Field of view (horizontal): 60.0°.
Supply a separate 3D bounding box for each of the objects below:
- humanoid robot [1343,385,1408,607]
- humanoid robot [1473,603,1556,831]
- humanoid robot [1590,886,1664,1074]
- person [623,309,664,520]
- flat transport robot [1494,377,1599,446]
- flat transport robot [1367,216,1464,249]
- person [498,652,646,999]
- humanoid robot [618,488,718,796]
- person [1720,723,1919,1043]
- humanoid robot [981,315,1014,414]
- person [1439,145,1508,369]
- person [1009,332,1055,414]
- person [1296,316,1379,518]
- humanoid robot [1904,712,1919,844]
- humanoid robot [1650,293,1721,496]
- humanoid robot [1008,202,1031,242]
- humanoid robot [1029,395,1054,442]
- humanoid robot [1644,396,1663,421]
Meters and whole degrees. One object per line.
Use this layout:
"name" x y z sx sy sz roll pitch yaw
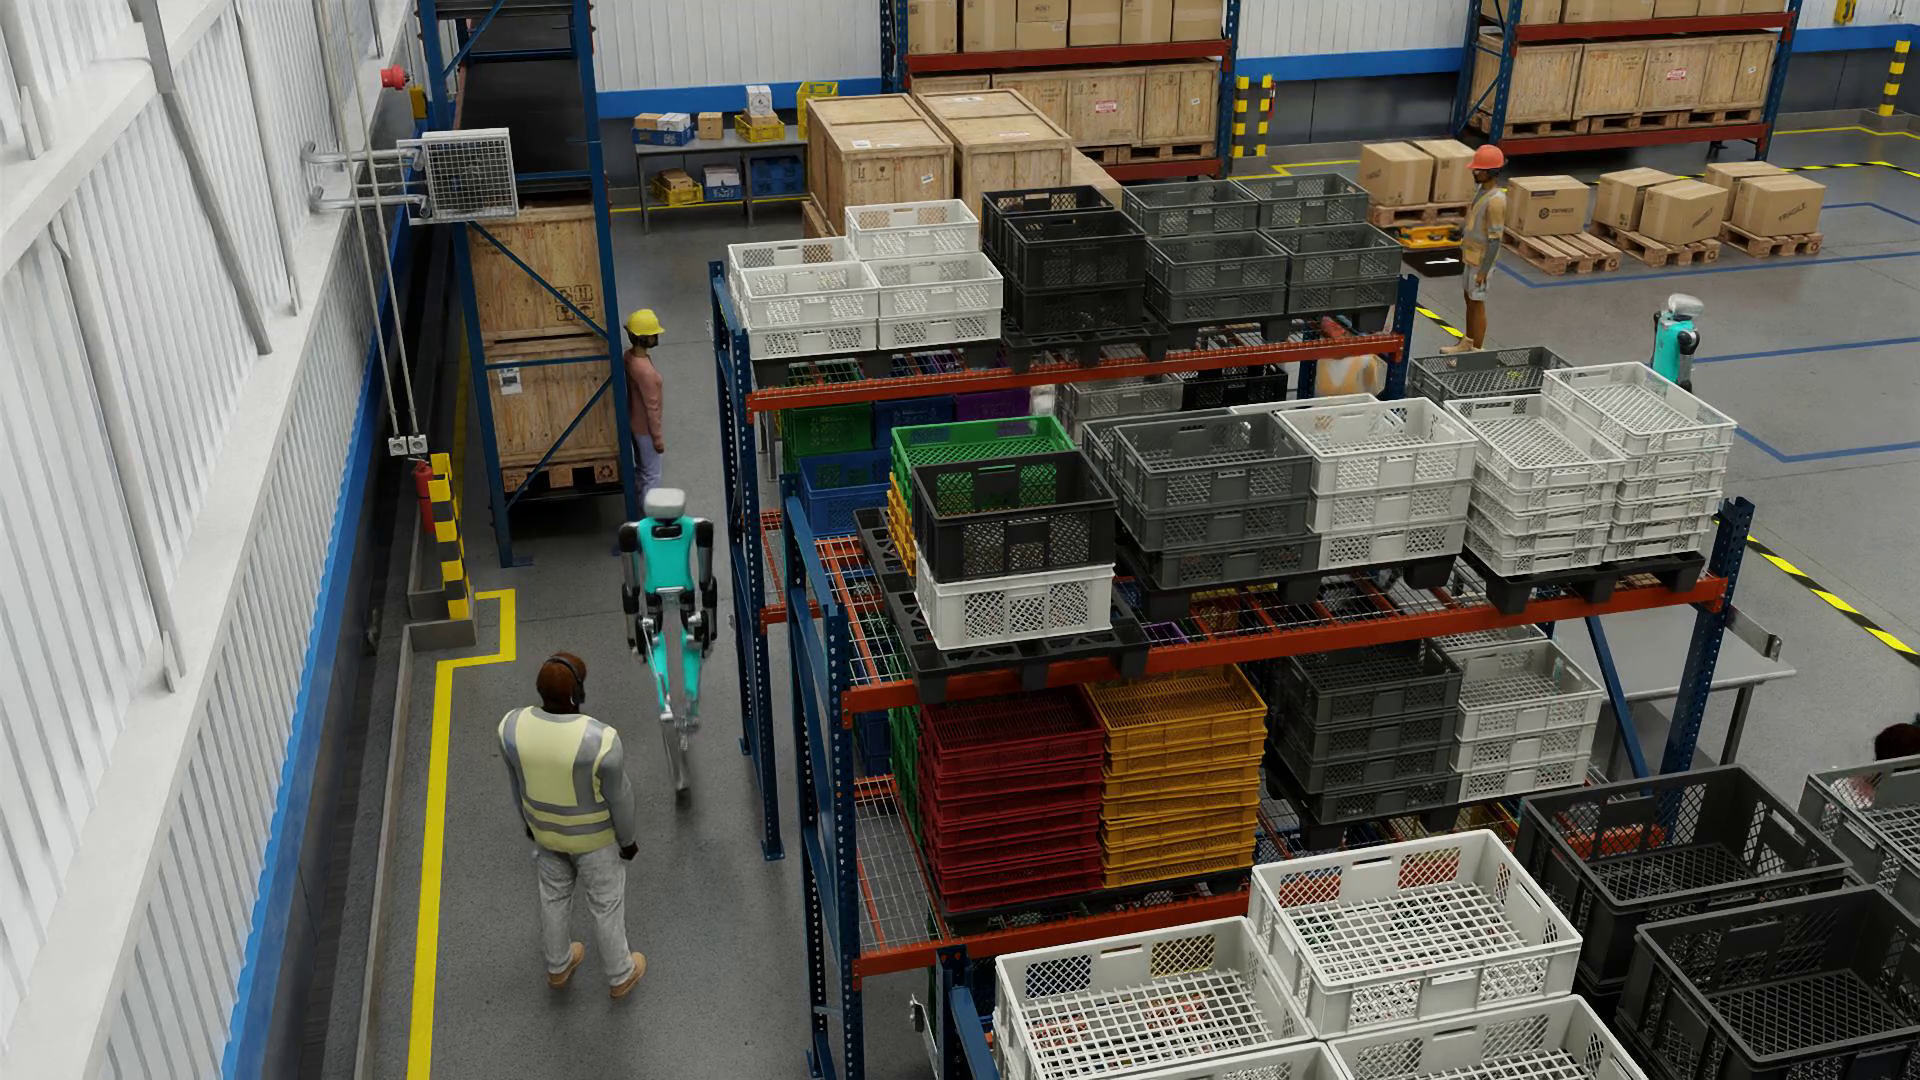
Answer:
"humanoid robot" 2.846 -0.279 11.070 0.416 1.647 0.603 -6 28 -12
"humanoid robot" 2.843 1.084 8.432 0.723 1.790 0.531 5 28 10
"humanoid robot" 2.531 2.047 6.712 0.751 1.657 0.590 -7 29 -13
"person" -2.242 -0.821 12.008 0.333 1.760 0.521 -12 30 -22
"flat transport robot" 4.780 -1.036 14.013 0.659 0.231 1.431 -6 28 -12
"flat transport robot" 5.105 -3.619 18.883 0.652 0.197 1.431 -6 28 -12
"person" -1.798 1.345 7.825 0.621 1.833 0.430 8 29 15
"humanoid robot" -1.582 0.658 9.291 0.540 1.786 1.022 -6 28 -11
"person" 3.747 1.620 7.261 0.706 1.878 0.606 2 28 4
"humanoid robot" 0.086 -0.935 12.319 0.692 1.870 0.542 -1 28 -2
"person" 4.634 -2.537 14.961 0.389 2.039 0.614 2 28 3
"person" 0.443 -0.633 11.574 0.500 1.837 0.341 19 33 32
"person" 2.683 -0.749 11.734 0.679 1.886 0.478 3 28 5
"humanoid robot" 4.510 1.360 7.971 0.363 1.650 0.607 12 30 21
"humanoid robot" 5.390 -1.005 12.234 0.735 1.677 0.533 -2 28 -3
"humanoid robot" 0.464 -2.136 14.584 0.452 1.641 0.586 -13 30 -23
"humanoid robot" 0.811 -0.150 10.793 1.000 1.737 0.537 -11 30 -19
"humanoid robot" 3.999 -0.171 10.833 0.906 1.800 0.549 19 33 32
